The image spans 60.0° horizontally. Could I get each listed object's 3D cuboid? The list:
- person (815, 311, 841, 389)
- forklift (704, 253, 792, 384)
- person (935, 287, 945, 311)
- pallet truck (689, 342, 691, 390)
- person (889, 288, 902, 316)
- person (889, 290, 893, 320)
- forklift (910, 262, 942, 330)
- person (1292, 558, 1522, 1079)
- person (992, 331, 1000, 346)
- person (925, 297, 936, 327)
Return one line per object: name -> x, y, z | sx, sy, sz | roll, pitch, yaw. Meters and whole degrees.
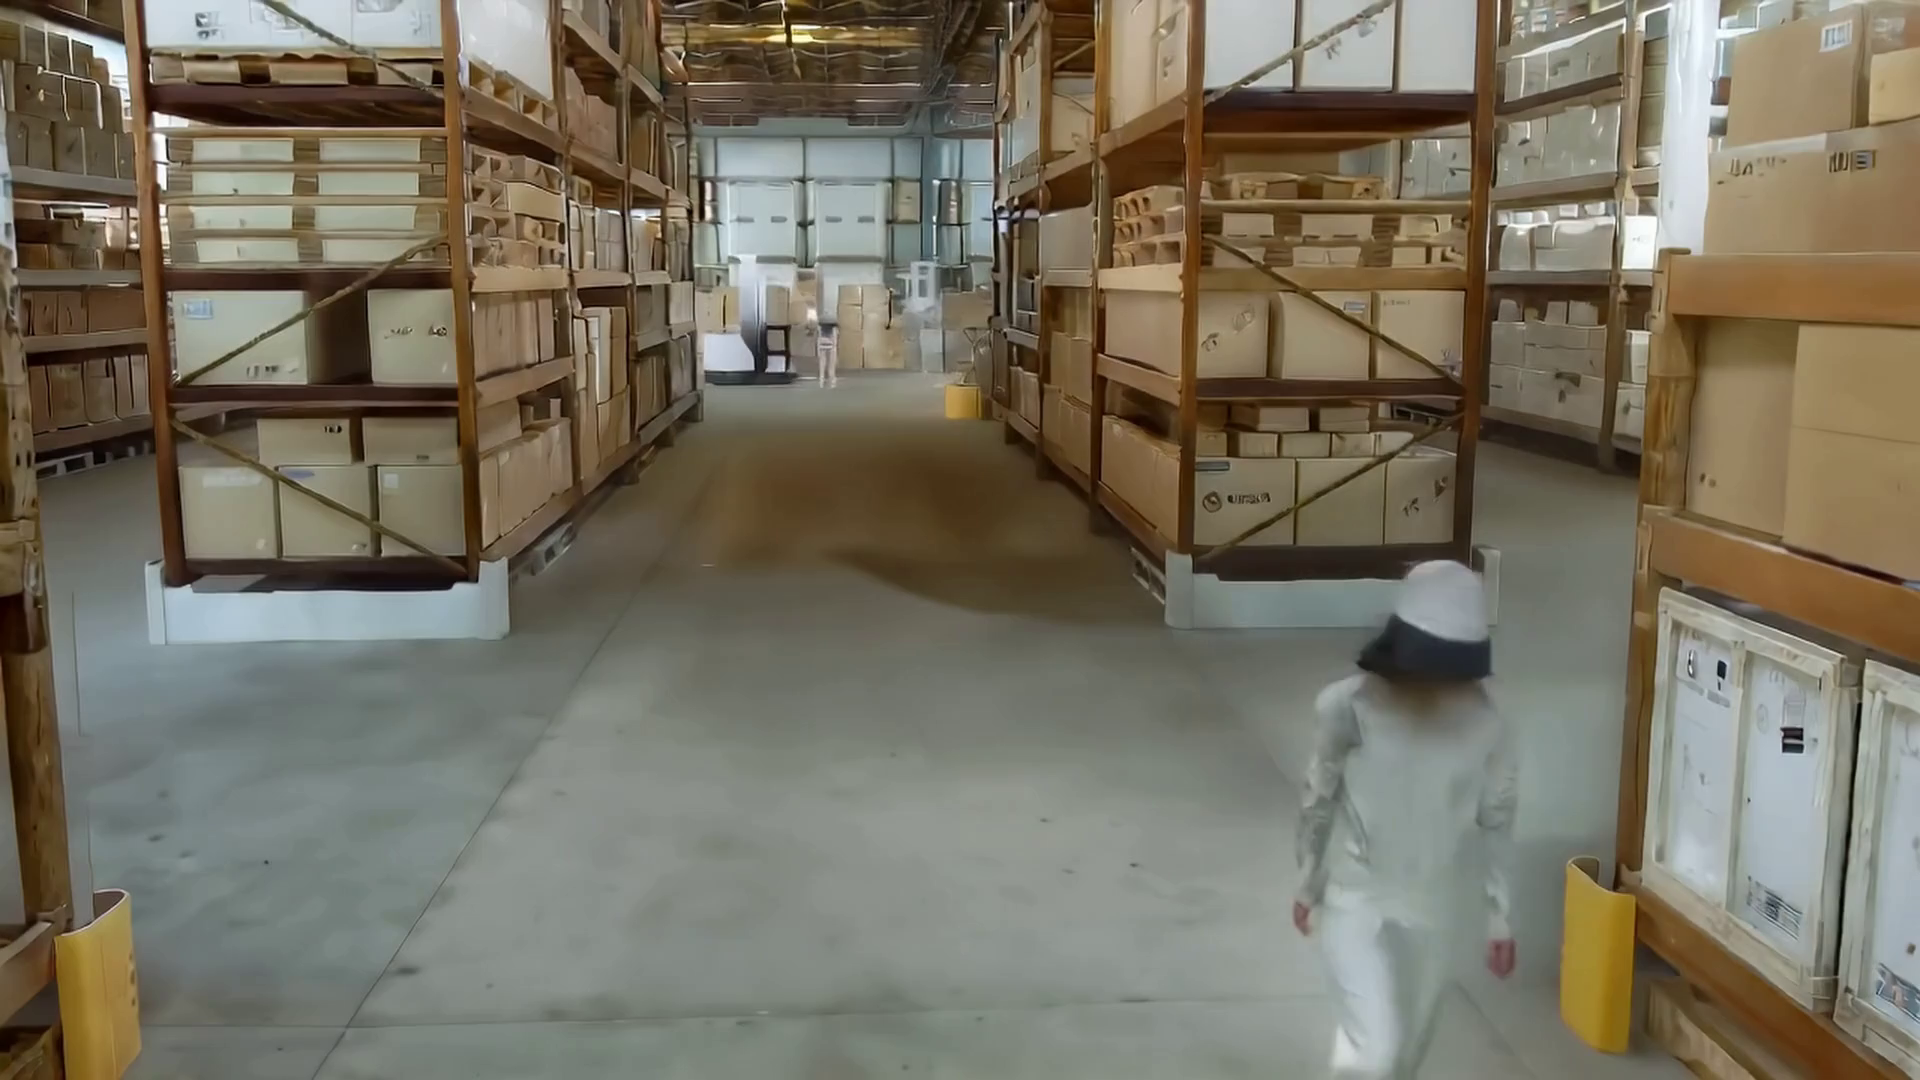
person -> -2.739, -3.920, 34.468 | 0.541, 1.654, 0.545 | 1, 9, 4
forklift -> -4.612, -4.820, 36.097 | 1.873, 2.768, 1.129 | -1, 9, -5
person -> -0.636, -8.309, 60.986 | 0.585, 1.928, 0.379 | -1, 9, -4
pallet truck -> -5.225, -3.008, 27.480 | 1.885, 1.965, 0.823 | 2, 9, 14
person -> -2.301, -7.827, 57.974 | 0.634, 1.929, 0.381 | 3, 10, 20
person -> -2.418, -7.288, 54.552 | 0.372, 1.937, 0.627 | 8, 12, 40
forklift -> -1.289, -8.359, 58.319 | 1.129, 2.768, 1.873 | -9, 12, -43
person -> 1.073, 0.885, 3.922 | 0.506, 1.702, 0.773 | -1, 9, -4
person -> 0.653, -3.261, 30.064 | 0.717, 1.677, 0.535 | -1, 9, -9
person -> -0.847, -6.811, 52.391 | 0.740, 1.676, 0.536 | 3, 9, 16
